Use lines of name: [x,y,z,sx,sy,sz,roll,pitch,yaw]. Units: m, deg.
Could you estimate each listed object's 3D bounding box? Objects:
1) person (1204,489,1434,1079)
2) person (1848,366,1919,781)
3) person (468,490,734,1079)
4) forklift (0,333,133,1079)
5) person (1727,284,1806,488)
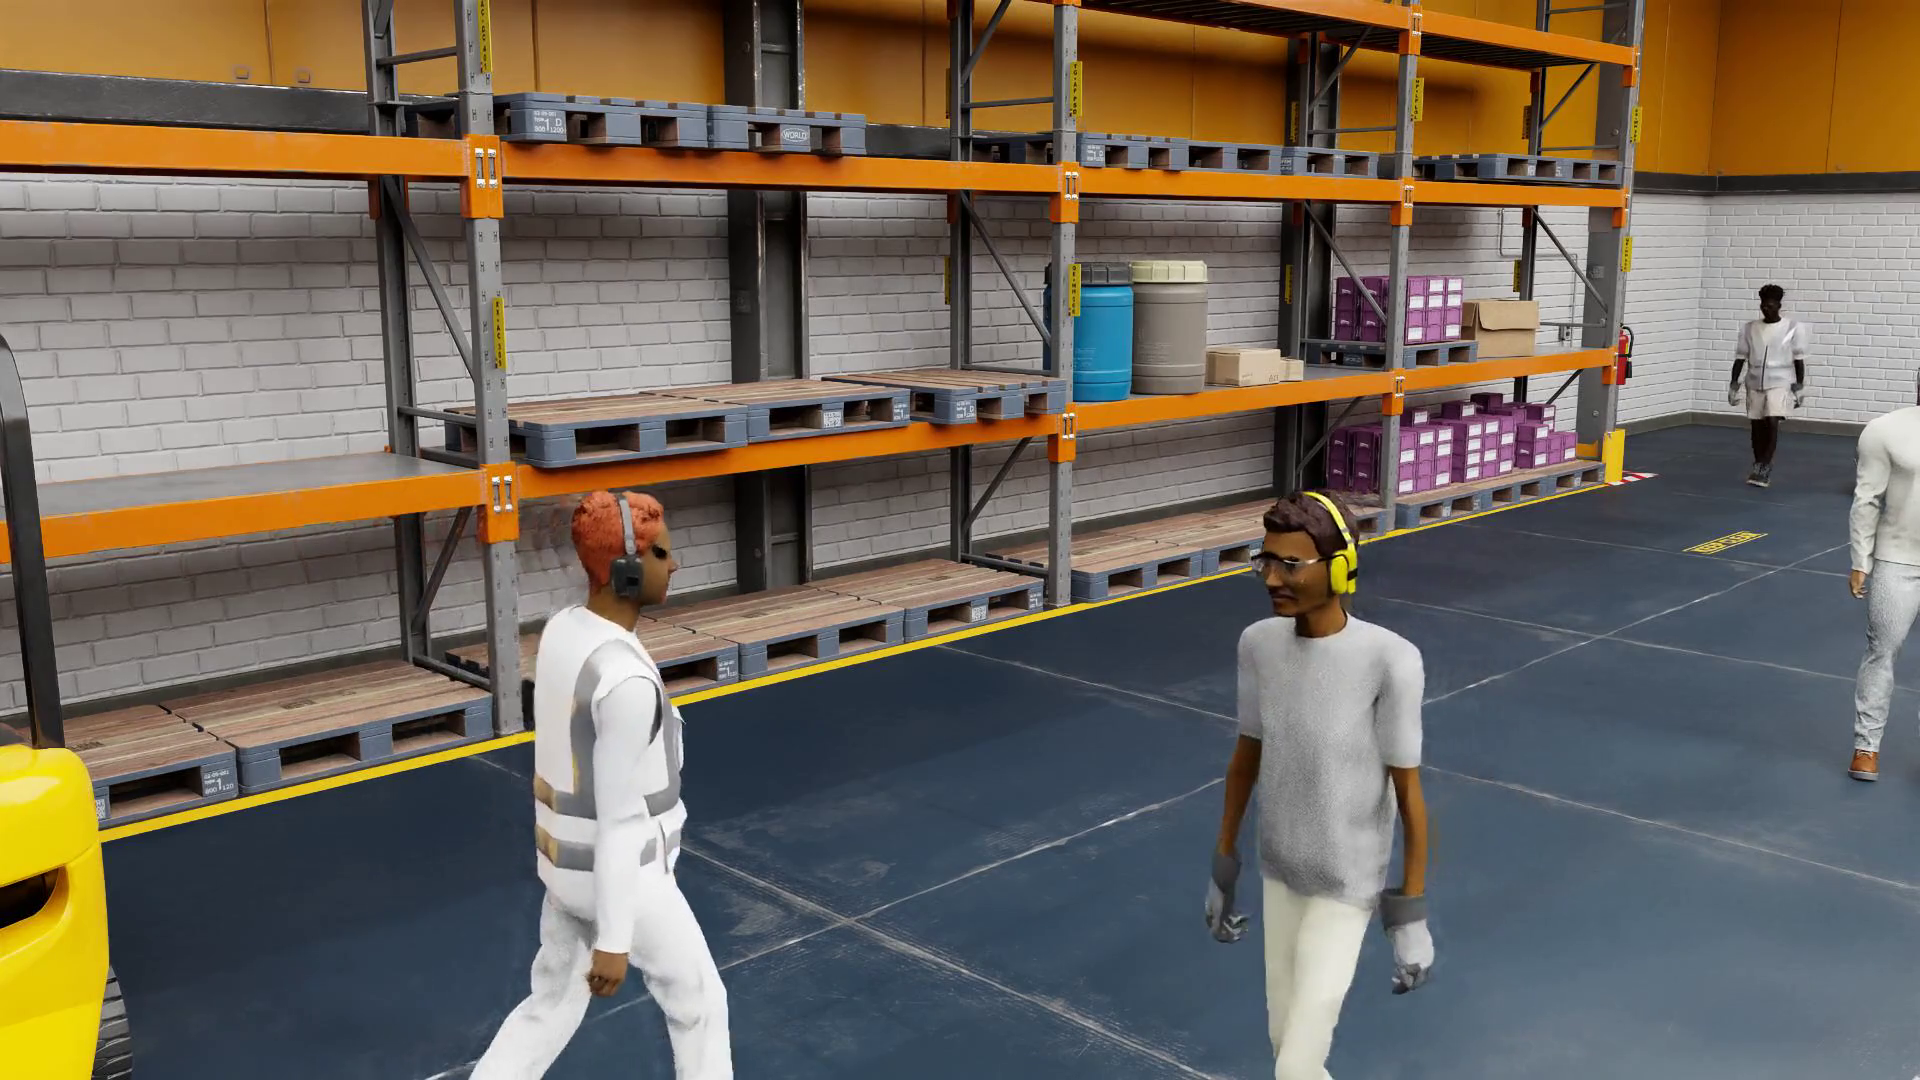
person: [0.789,0.805,3.784,0.435,1.843,0.568,-8,13,-36]
person: [4.234,0.117,7.286,0.632,1.940,0.372,4,11,20]
person: [-0.881,0.794,3.897,0.976,1.836,0.572,-7,13,-34]
forklift: [-3.289,0.485,4.582,1.214,2.155,2.313,-10,14,-44]
person: [7.675,-1.461,15.897,0.650,1.927,0.781,10,14,43]
